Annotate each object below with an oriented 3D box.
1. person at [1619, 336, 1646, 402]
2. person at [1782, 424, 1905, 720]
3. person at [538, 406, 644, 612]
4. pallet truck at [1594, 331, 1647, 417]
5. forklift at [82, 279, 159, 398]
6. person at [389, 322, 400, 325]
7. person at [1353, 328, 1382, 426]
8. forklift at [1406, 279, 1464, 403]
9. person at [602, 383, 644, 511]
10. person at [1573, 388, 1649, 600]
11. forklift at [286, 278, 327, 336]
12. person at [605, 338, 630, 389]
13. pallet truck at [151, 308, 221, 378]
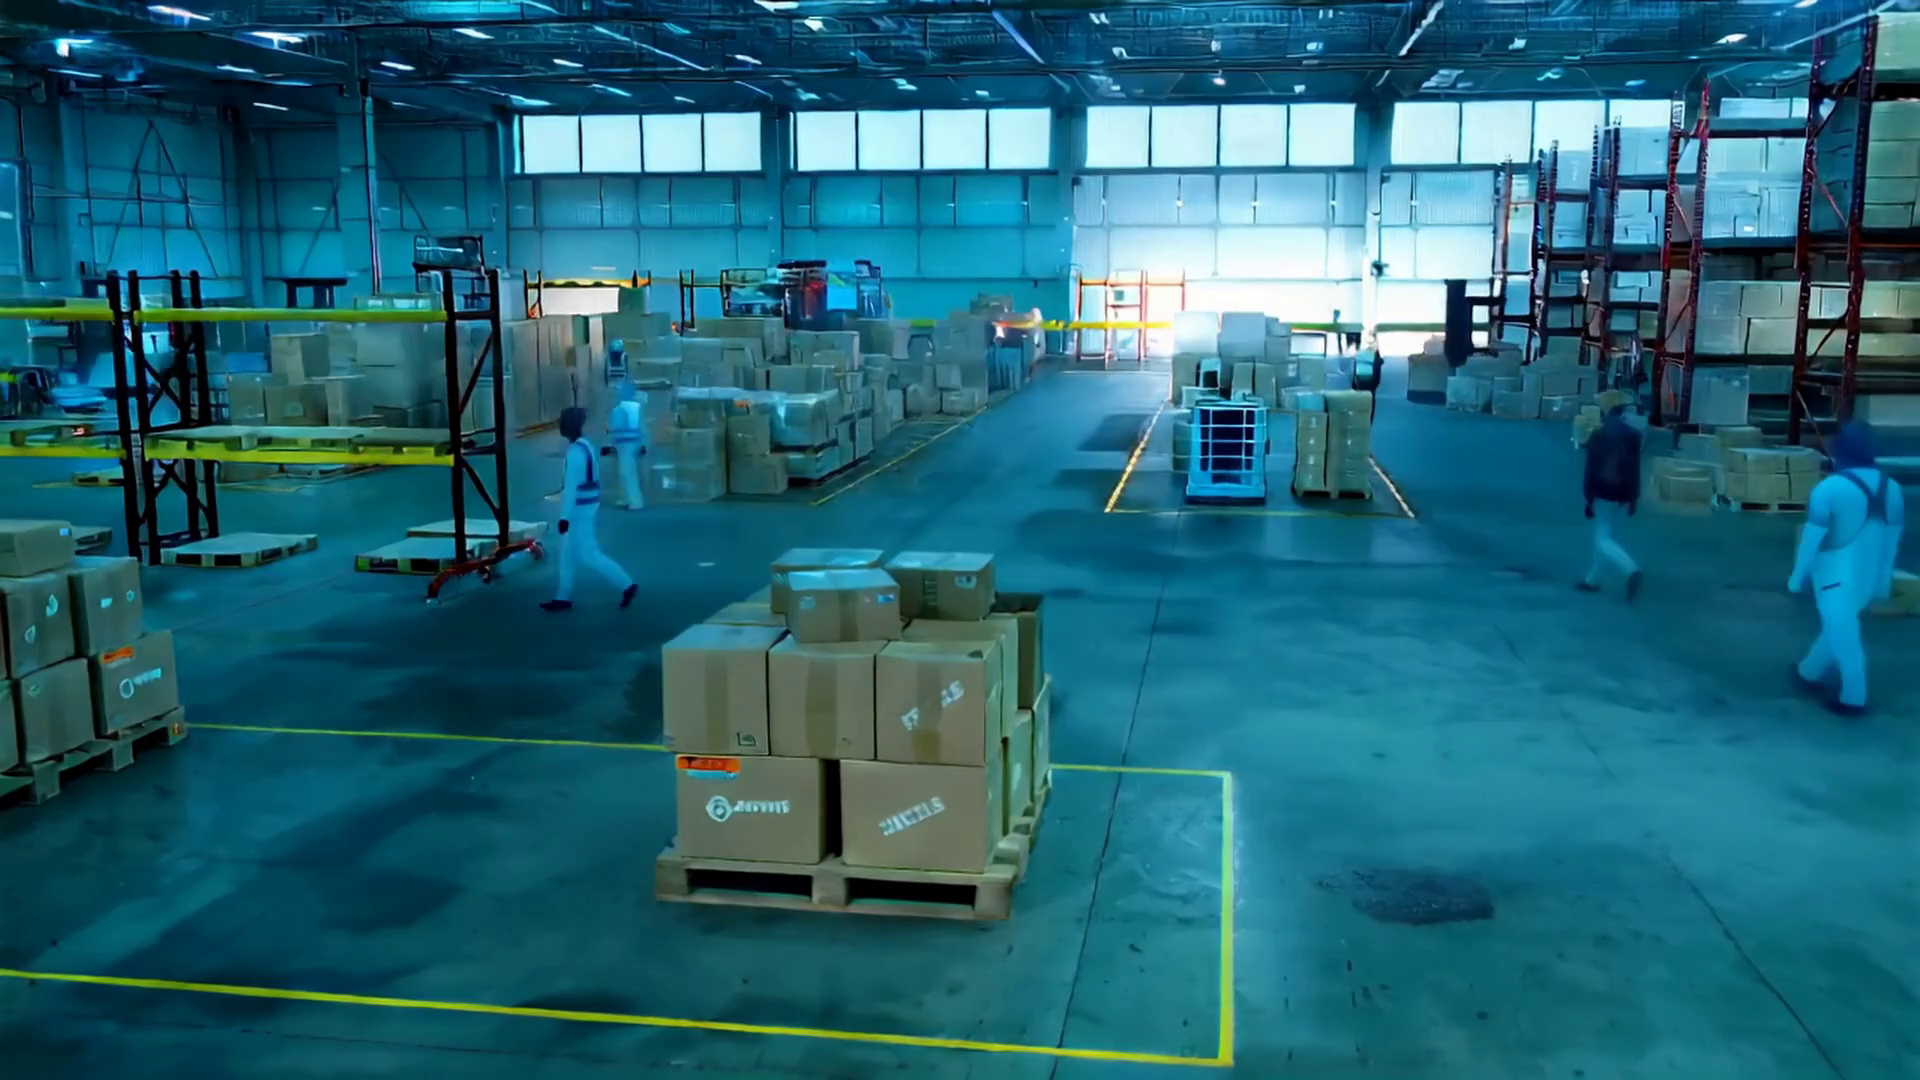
[{"bbox_3d":[13.046,-3.125,32.383,0.634,1.841,0.429,-6,11,-31],"label":"person"},{"bbox_3d":[6.053,0.155,11.538,0.691,2.000,1.018,-4,10,-21],"label":"person"},{"bbox_3d":[-3.287,-0.264,14.727,0.880,1.859,0.589,-1,9,-8],"label":"person"},{"bbox_3d":[11.253,-2.573,28.499,0.823,1.965,1.885,5,10,27],"label":"pallet truck"},{"bbox_3d":[-20.071,-4.732,39.101,1.873,2.768,1.129,1,9,9],"label":"forklift"},{"bbox_3d":[-13.634,-4.447,40.403,0.491,1.886,0.678,5,11,30],"label":"person"},{"bbox_3d":[7.940,-3.169,32.458,0.397,1.911,0.587,-8,12,-40],"label":"person"},{"bbox_3d":[11.210,-4.536,37.890,1.873,2.768,1.129,2,9,12],"label":"forklift"},{"bbox_3d":[-4.295,-1.178,21.065,0.740,1.608,0.531,4,10,25],"label":"person"},{"bbox_3d":[6.036,-0.413,15.295,0.612,1.964,0.852,-4,10,-24],"label":"person"},{"bbox_3d":[-16.614,-5.274,42.444,1.873,2.768,1.129,7,12,37],"label":"forklift"},{"bbox_3d":[-7.140,-3.393,34.680,0.538,1.621,0.401,1,9,8],"label":"person"},{"bbox_3d":[-21.869,-5.598,47.154,0.823,1.965,1.885,4,10,26],"label":"pallet truck"}]
